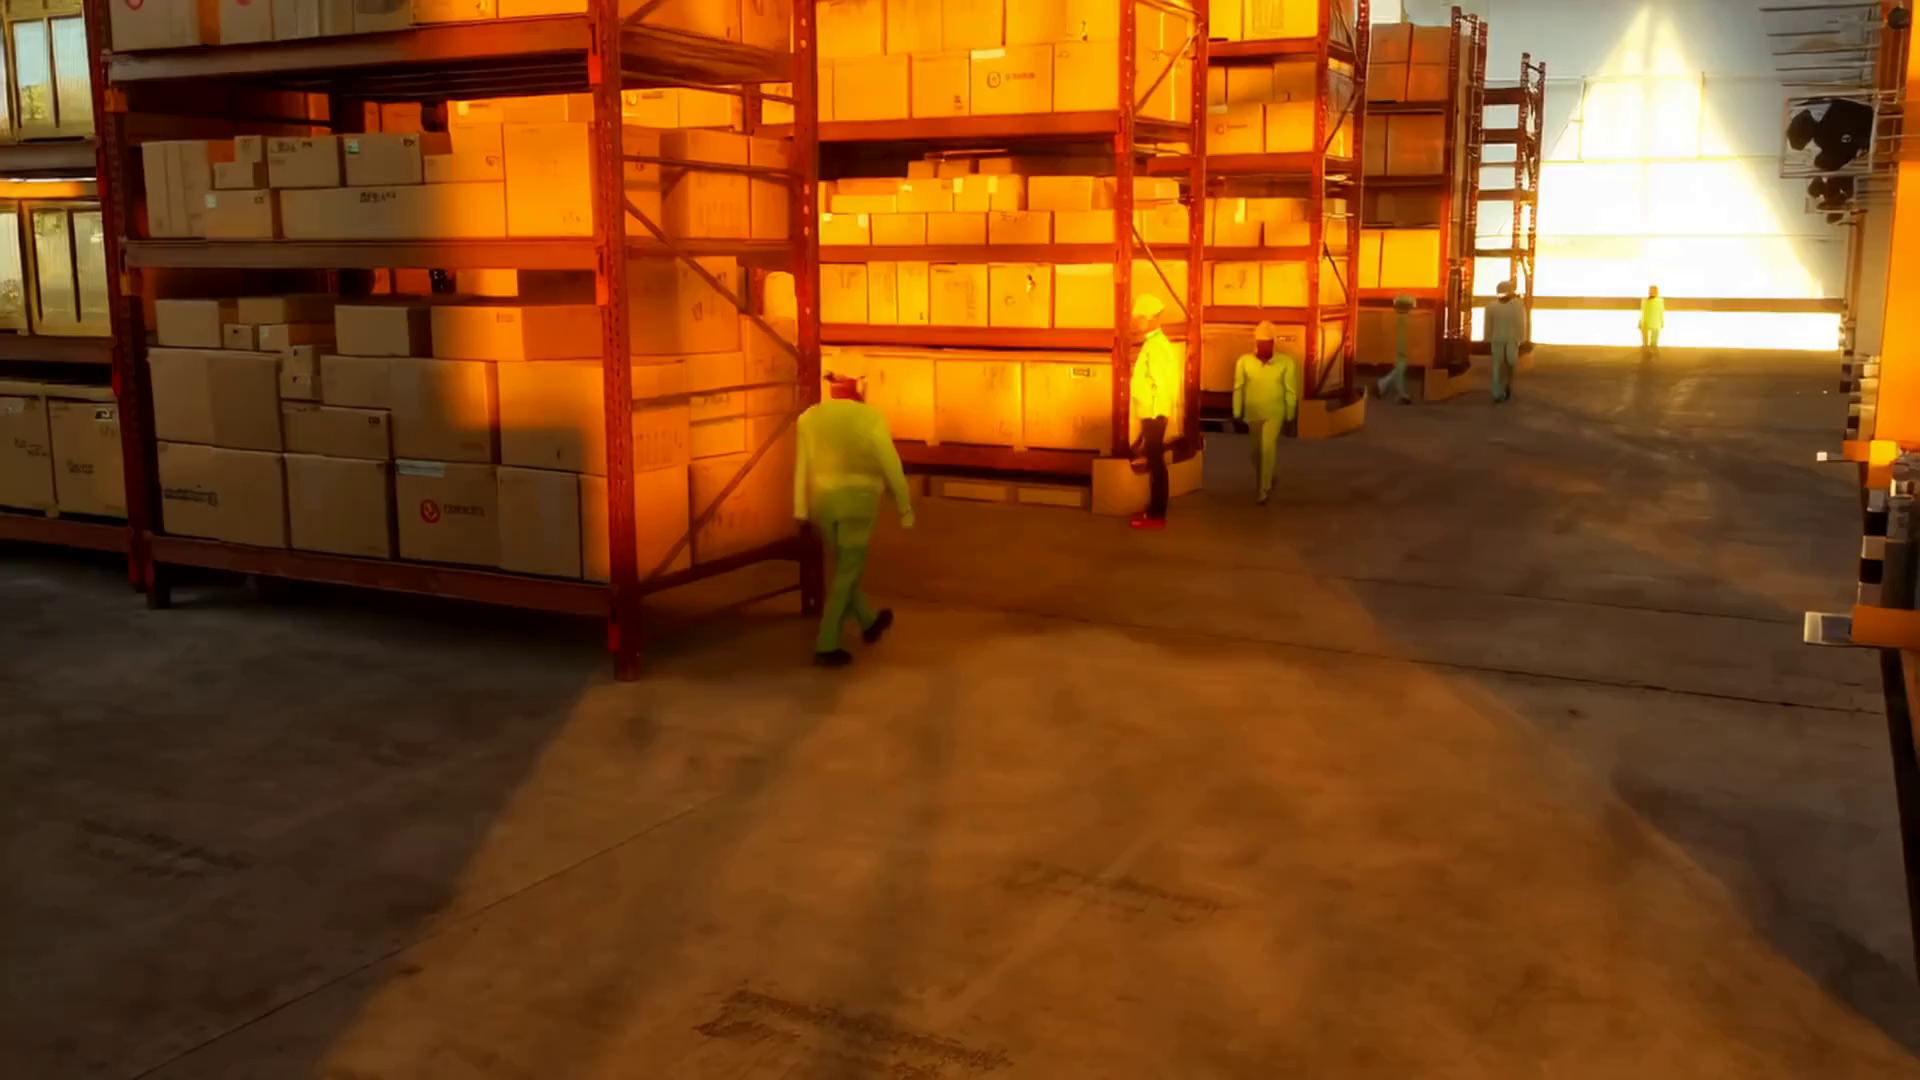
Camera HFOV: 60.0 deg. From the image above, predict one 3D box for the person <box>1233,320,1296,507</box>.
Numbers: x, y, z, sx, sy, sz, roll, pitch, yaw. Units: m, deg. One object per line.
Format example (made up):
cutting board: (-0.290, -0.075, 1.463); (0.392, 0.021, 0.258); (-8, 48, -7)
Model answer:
person: (2.857, -1.201, 15.568); (0.575, 1.724, 0.816); (5, 11, 25)

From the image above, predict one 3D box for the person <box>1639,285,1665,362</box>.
person: (14.771, -4.610, 35.525); (0.522, 1.638, 0.311); (6, 11, 30)

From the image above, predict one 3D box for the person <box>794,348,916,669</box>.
person: (-0.591, -0.200, 9.571); (0.608, 1.780, 0.932); (7, 12, 34)

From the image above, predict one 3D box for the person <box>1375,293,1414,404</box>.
person: (6.735, -2.958, 25.731); (0.575, 1.715, 0.524); (7, 12, 34)

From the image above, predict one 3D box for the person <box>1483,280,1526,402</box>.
person: (8.563, -3.137, 26.196); (0.664, 1.919, 0.578); (2, 10, 14)

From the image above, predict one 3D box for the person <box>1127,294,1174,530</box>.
person: (1.606, -1.076, 14.051); (0.392, 1.990, 0.612); (1, 10, 6)
